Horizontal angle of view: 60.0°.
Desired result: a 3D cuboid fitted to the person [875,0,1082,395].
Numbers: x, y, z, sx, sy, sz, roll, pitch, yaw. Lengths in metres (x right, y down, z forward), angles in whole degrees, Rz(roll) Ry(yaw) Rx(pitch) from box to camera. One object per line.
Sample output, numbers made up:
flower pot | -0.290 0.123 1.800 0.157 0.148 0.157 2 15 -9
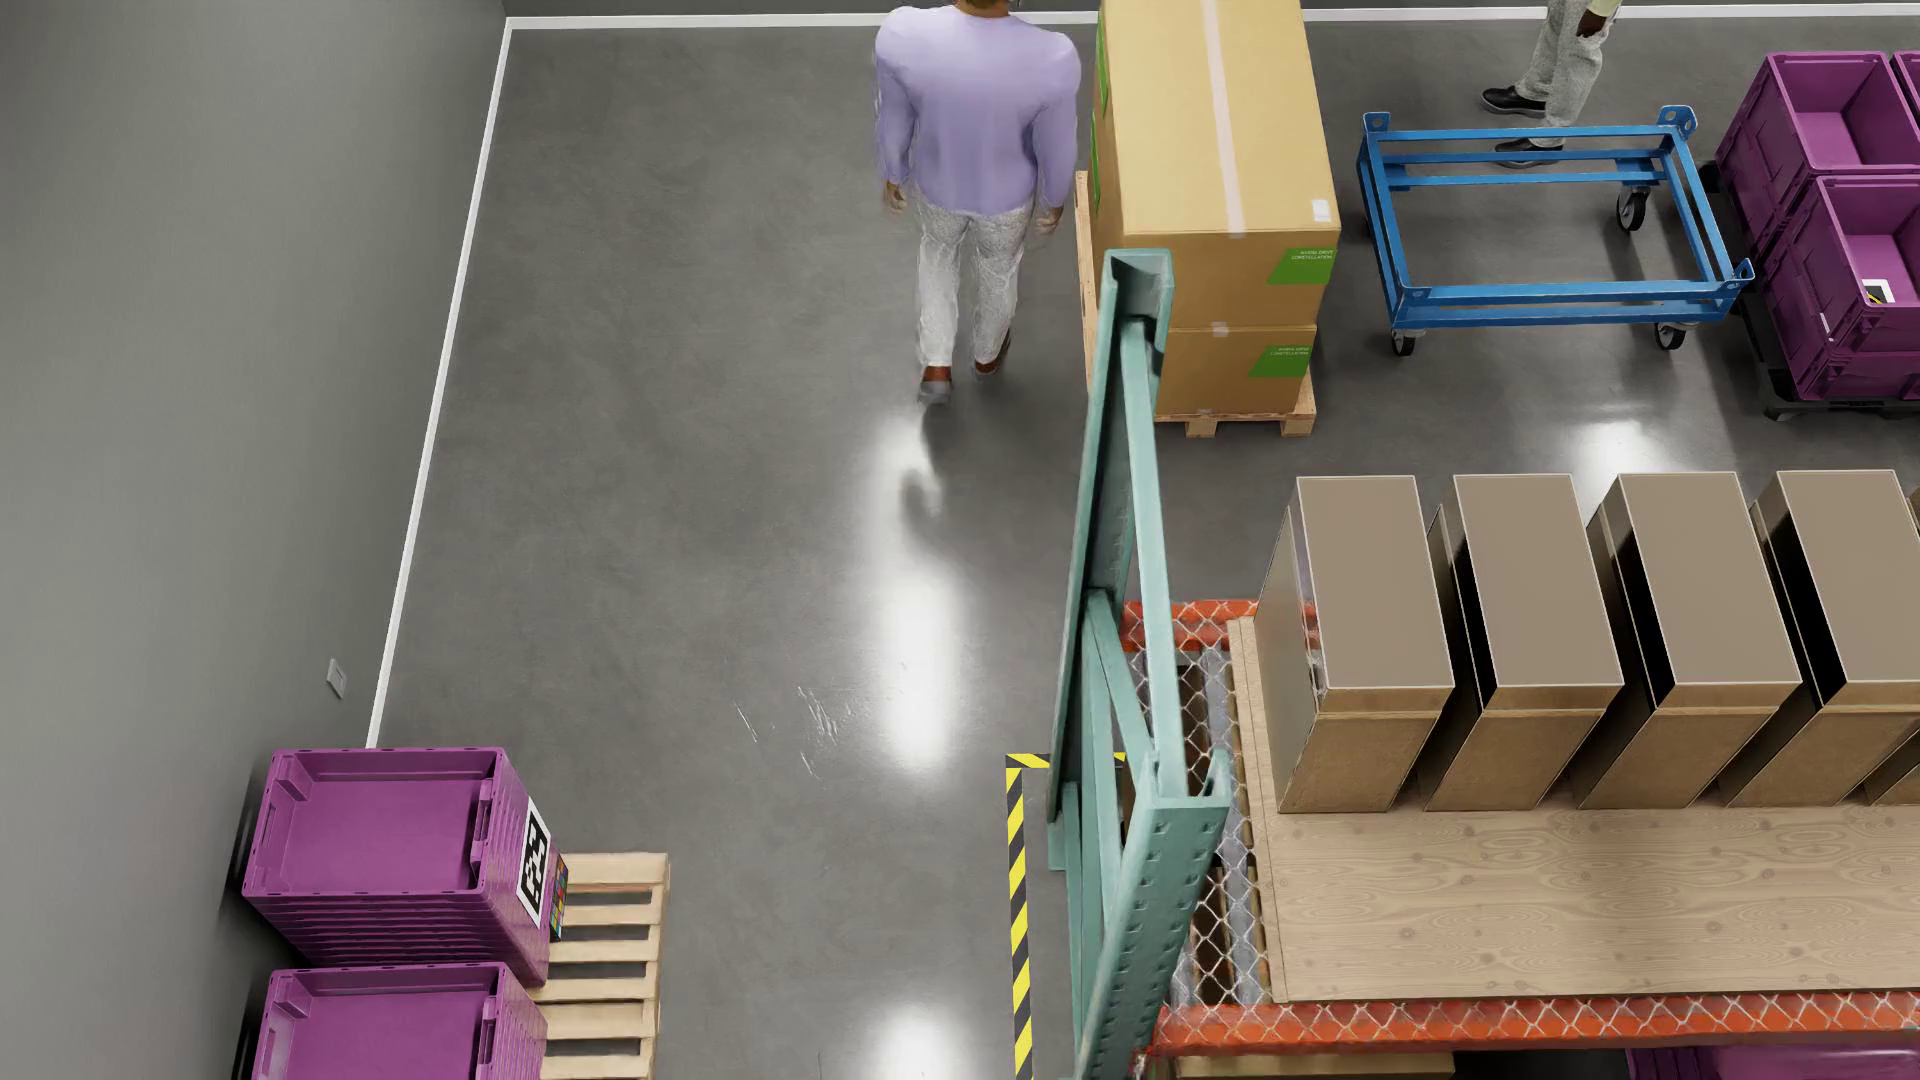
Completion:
person | 0.052 -1.140 5.388 0.644 1.925 0.504 9 58 6

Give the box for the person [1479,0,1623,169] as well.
person | 2.312 -2.140 6.077 0.404 1.829 0.591 3 58 2
